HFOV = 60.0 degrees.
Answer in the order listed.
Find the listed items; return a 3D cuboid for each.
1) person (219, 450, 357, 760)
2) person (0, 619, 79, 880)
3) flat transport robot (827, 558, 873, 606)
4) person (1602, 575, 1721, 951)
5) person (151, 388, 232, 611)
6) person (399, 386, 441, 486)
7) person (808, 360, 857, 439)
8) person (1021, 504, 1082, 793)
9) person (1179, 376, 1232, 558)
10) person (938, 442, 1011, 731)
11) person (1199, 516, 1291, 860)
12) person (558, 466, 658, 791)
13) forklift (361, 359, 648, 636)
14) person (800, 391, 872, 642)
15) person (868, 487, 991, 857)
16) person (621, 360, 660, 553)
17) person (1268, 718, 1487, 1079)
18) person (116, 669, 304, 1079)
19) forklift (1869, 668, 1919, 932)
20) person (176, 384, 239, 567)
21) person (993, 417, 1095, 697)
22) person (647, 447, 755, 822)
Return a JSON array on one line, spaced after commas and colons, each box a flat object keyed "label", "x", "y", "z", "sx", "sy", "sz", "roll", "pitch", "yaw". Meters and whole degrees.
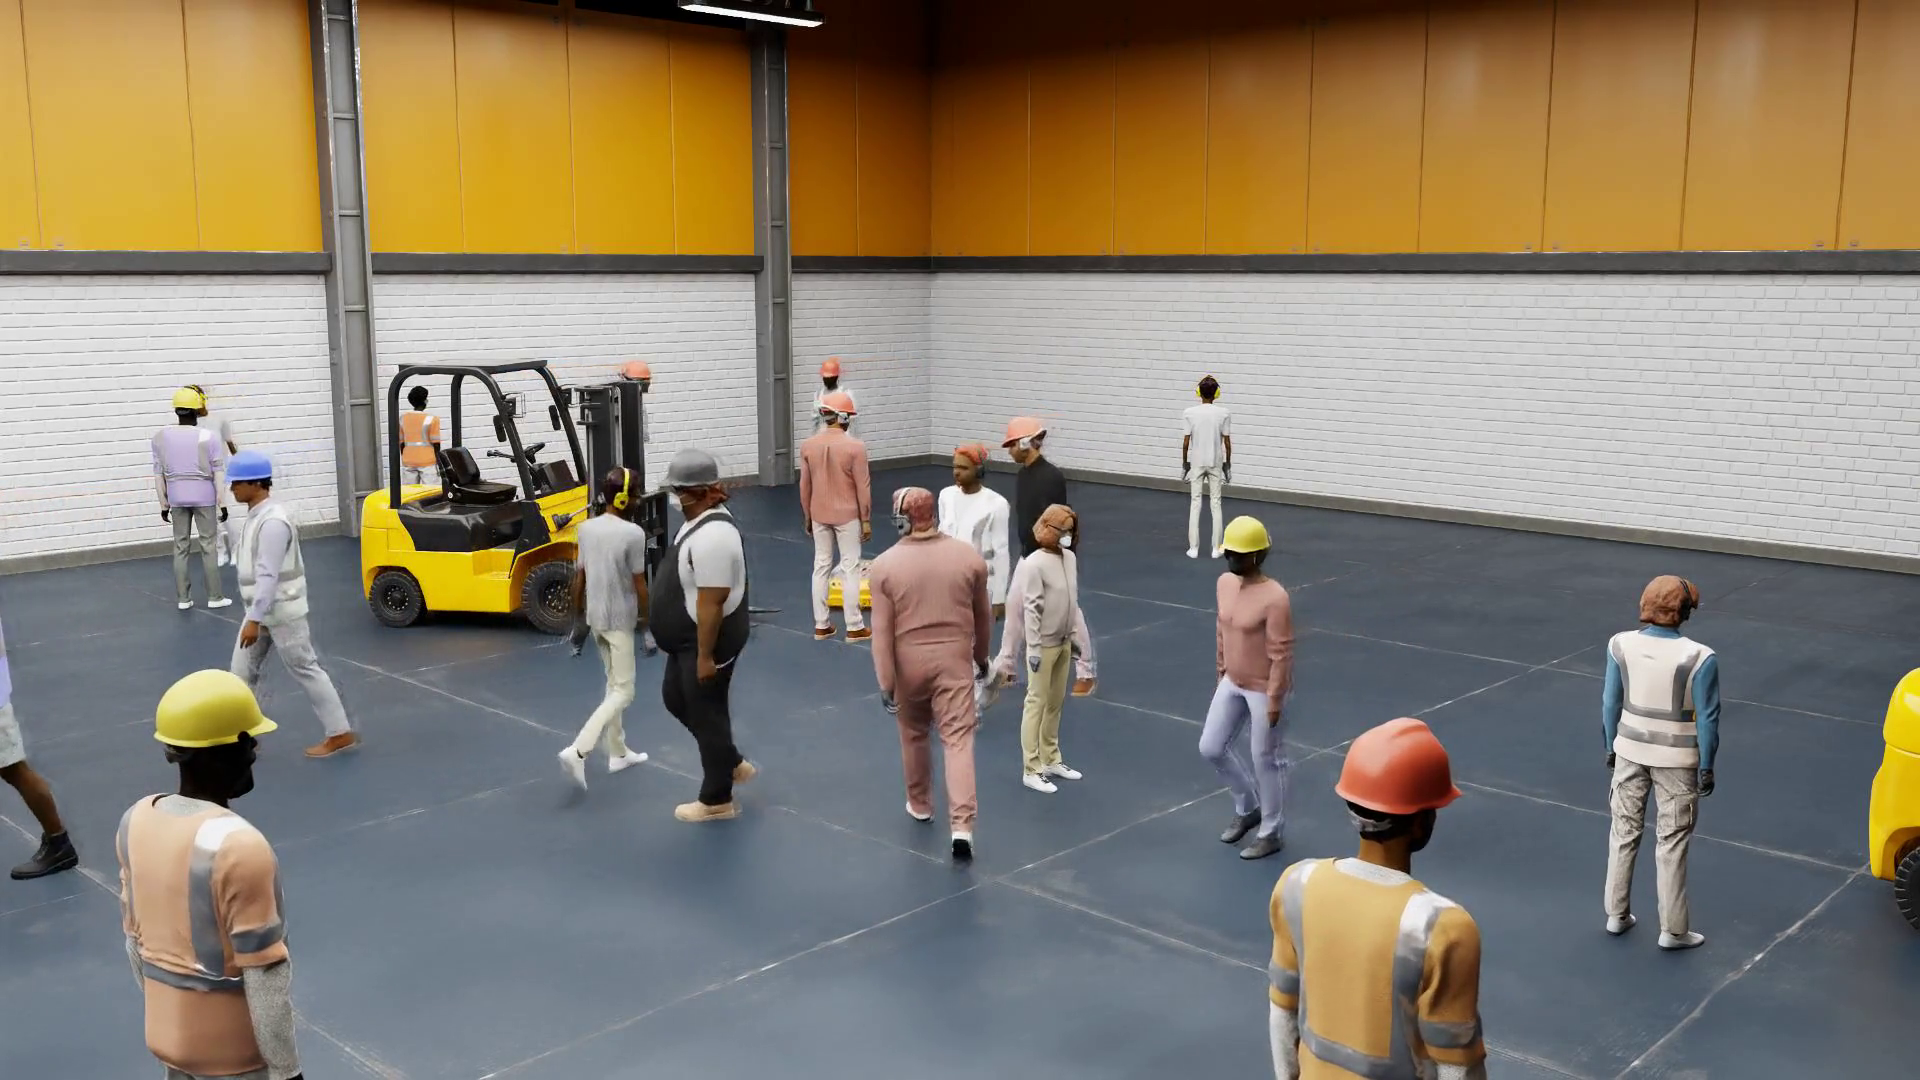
[{"label": "person", "x": -4.101, "y": 0.413, "z": 9.844, "sx": 0.978, "sy": 1.898, "sz": 0.603, "roll": -7, "pitch": 12, "yaw": -38}, {"label": "person", "x": -4.717, "y": 0.746, "z": 7.815, "sx": 0.564, "sy": 1.885, "sz": 0.988, "roll": 9, "pitch": 13, "yaw": 43}, {"label": "flat transport robot", "x": -0.834, "y": 0.370, "z": 15.056, "sx": 0.652, "sy": 0.197, "sz": 1.431, "roll": 1, "pitch": 9, "yaw": 6}, {"label": "person", "x": 3.037, "y": 0.962, "z": 7.241, "sx": 0.309, "sy": 1.640, "sz": 0.512, "roll": -8, "pitch": 12, "yaw": -40}, {"label": "person", "x": -6.635, "y": -0.346, "z": 14.384, "sx": 0.588, "sy": 1.927, "sz": 0.370, "roll": -1, "pitch": 9, "yaw": -7}, {"label": "person", "x": -5.842, "y": -0.821, "z": 18.028, "sx": 0.535, "sy": 1.693, "sz": 0.320, "roll": 3, "pitch": 10, "yaw": 17}, {"label": "person", "x": -1.571, "y": -1.197, "z": 19.753, "sx": 0.584, "sy": 1.869, "sz": 1.021, "roll": 6, "pitch": 11, "yaw": 34}, {"label": "person", "x": 0.529, "y": 0.601, "z": 9.472, "sx": 0.278, "sy": 1.633, "sz": 0.498, "roll": 6, "pitch": 11, "yaw": 33}, {"label": "person", "x": 2.509, "y": -0.736, "z": 16.991, "sx": 0.566, "sy": 1.874, "sz": 0.410, "roll": 1, "pitch": 9, "yaw": 8}, {"label": "person", "x": 0.104, "y": 0.294, "z": 10.630, "sx": 0.599, "sy": 1.870, "sz": 0.593, "roll": -9, "pitch": 13, "yaw": -44}, {"label": "person", "x": 1.439, "y": 0.737, "z": 8.292, "sx": 0.435, "sy": 1.743, "sz": 0.552, "roll": -6, "pitch": 11, "yaw": -32}, {"label": "person", "x": -2.043, "y": 0.500, "z": 9.491, "sx": 0.537, "sy": 1.839, "sz": 0.771, "roll": 7, "pitch": 11, "yaw": 36}, {"label": "forklift", "x": -3.850, "y": -0.407, "z": 13.936, "sx": 2.313, "sy": 2.155, "sz": 1.214, "roll": 2, "pitch": 9, "yaw": 11}, {"label": "person", "x": -0.966, "y": -0.182, "z": 13.188, "sx": 0.608, "sy": 1.988, "sz": 0.392, "roll": 4, "pitch": 10, "yaw": 24}, {"label": "person", "x": -0.140, "y": 0.650, "z": 8.514, "sx": 0.657, "sy": 1.853, "sz": 1.009, "roll": -1, "pitch": 9, "yaw": -7}, {"label": "person", "x": -3.289, "y": -0.817, "z": 16.955, "sx": 0.433, "sy": 2.028, "sz": 0.603, "roll": -5, "pitch": 10, "yaw": -27}, {"label": "person", "x": 0.974, "y": 1.363, "z": 3.866, "sx": 0.366, "sy": 1.939, "sz": 0.542, "roll": -8, "pitch": 12, "yaw": -41}, {"label": "person", "x": -1.928, "y": 1.287, "z": 4.367, "sx": 0.584, "sy": 1.929, "sz": 0.371, "roll": 6, "pitch": 11, "yaw": 33}, {"label": "forklift", "x": 5.205, "y": 0.723, "z": 7.013, "sx": 2.313, "sy": 2.155, "sz": 1.214, "roll": 9, "pitch": 13, "yaw": 43}, {"label": "person", "x": -7.389, "y": -0.625, "z": 16.381, "sx": 0.540, "sy": 1.829, "sz": 0.516, "roll": -1, "pitch": 9, "yaw": -6}, {"label": "person", "x": 0.561, "y": 0.119, "z": 11.550, "sx": 0.793, "sy": 1.938, "sz": 0.662, "roll": -5, "pitch": 10, "yaw": -27}, {"label": "person", "x": -1.391, "y": 0.499, "z": 8.852, "sx": 0.536, "sy": 2.000, "sz": 0.700, "roll": -2, "pitch": 9, "yaw": -11}]
